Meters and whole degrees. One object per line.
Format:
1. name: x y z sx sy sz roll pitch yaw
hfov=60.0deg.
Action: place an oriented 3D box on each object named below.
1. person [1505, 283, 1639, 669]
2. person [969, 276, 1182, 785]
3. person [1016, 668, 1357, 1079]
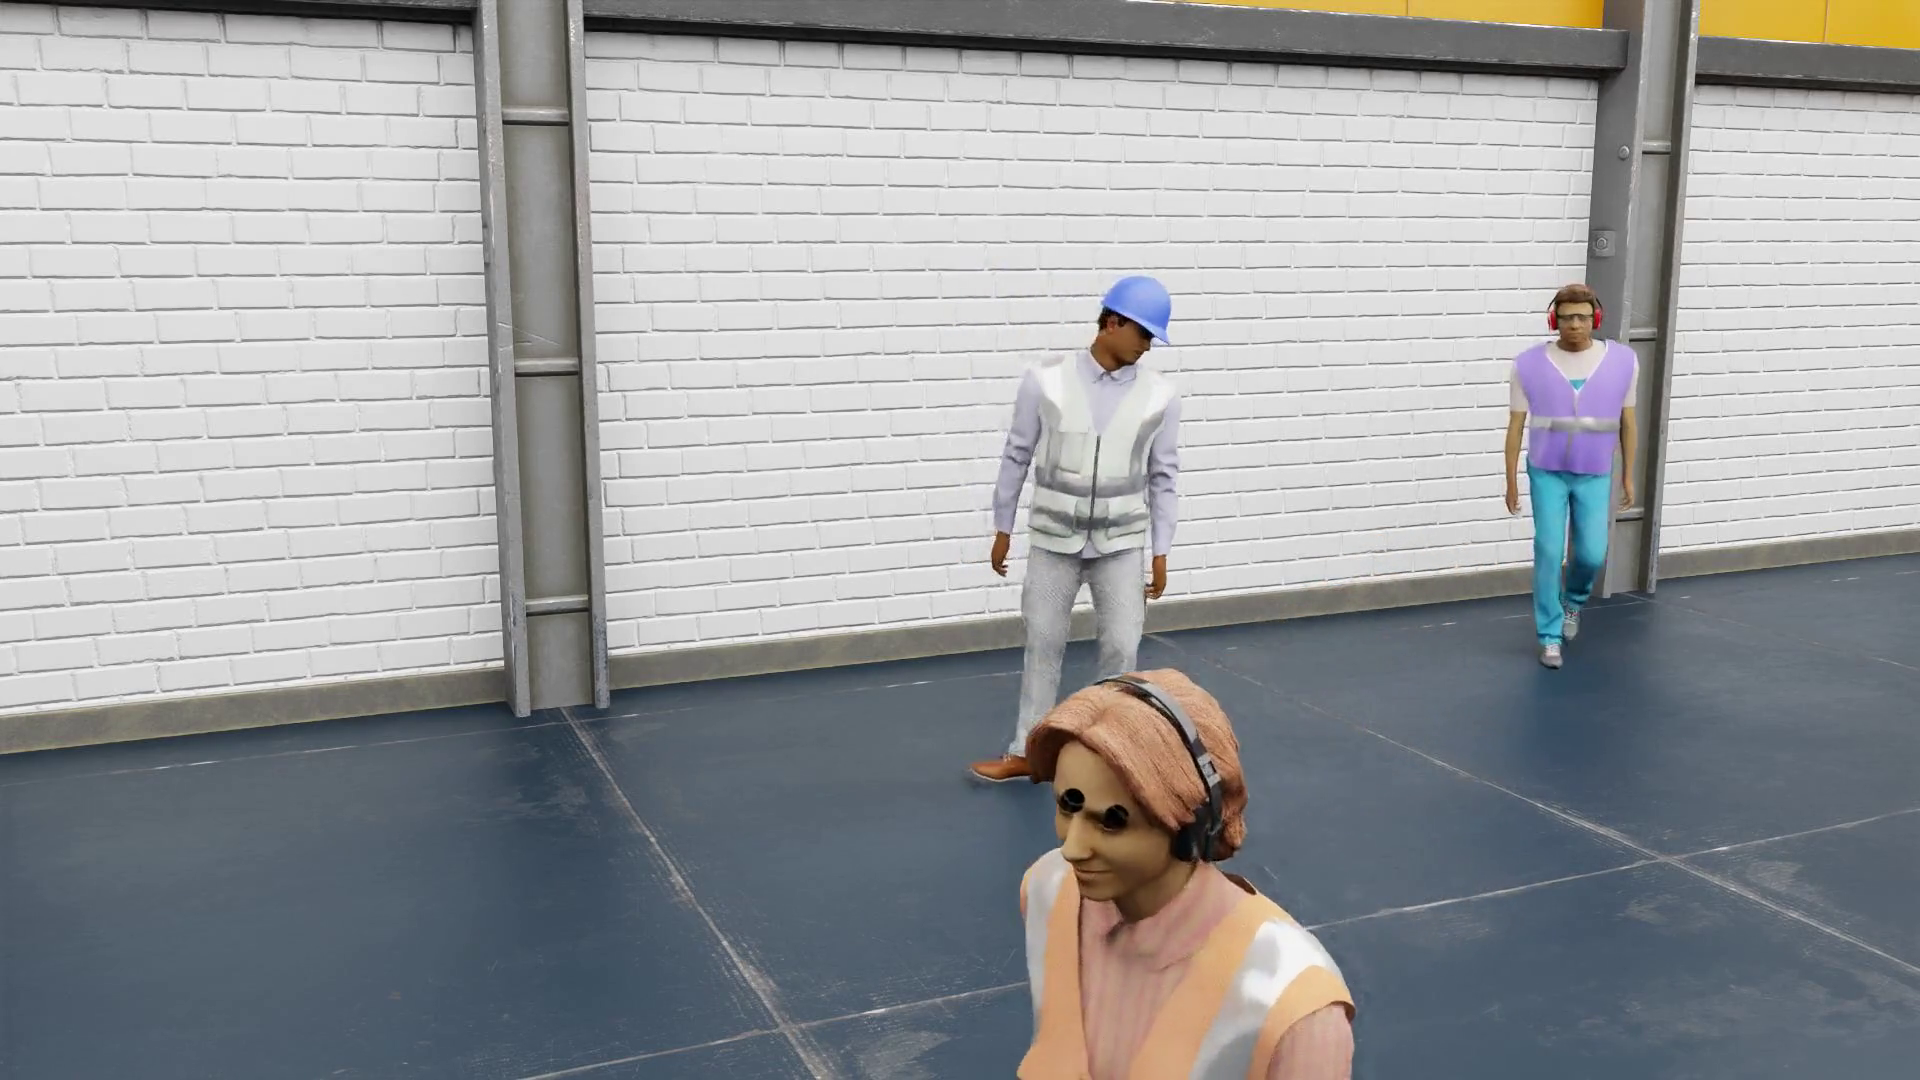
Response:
1. person: 2.900 -0.312 7.921 0.611 1.818 0.559 2 11 13
2. person: 0.396 0.008 5.991 0.772 1.901 0.402 0 10 1
3. person: 0.296 0.889 1.988 0.880 1.576 0.508 -10 14 -43
